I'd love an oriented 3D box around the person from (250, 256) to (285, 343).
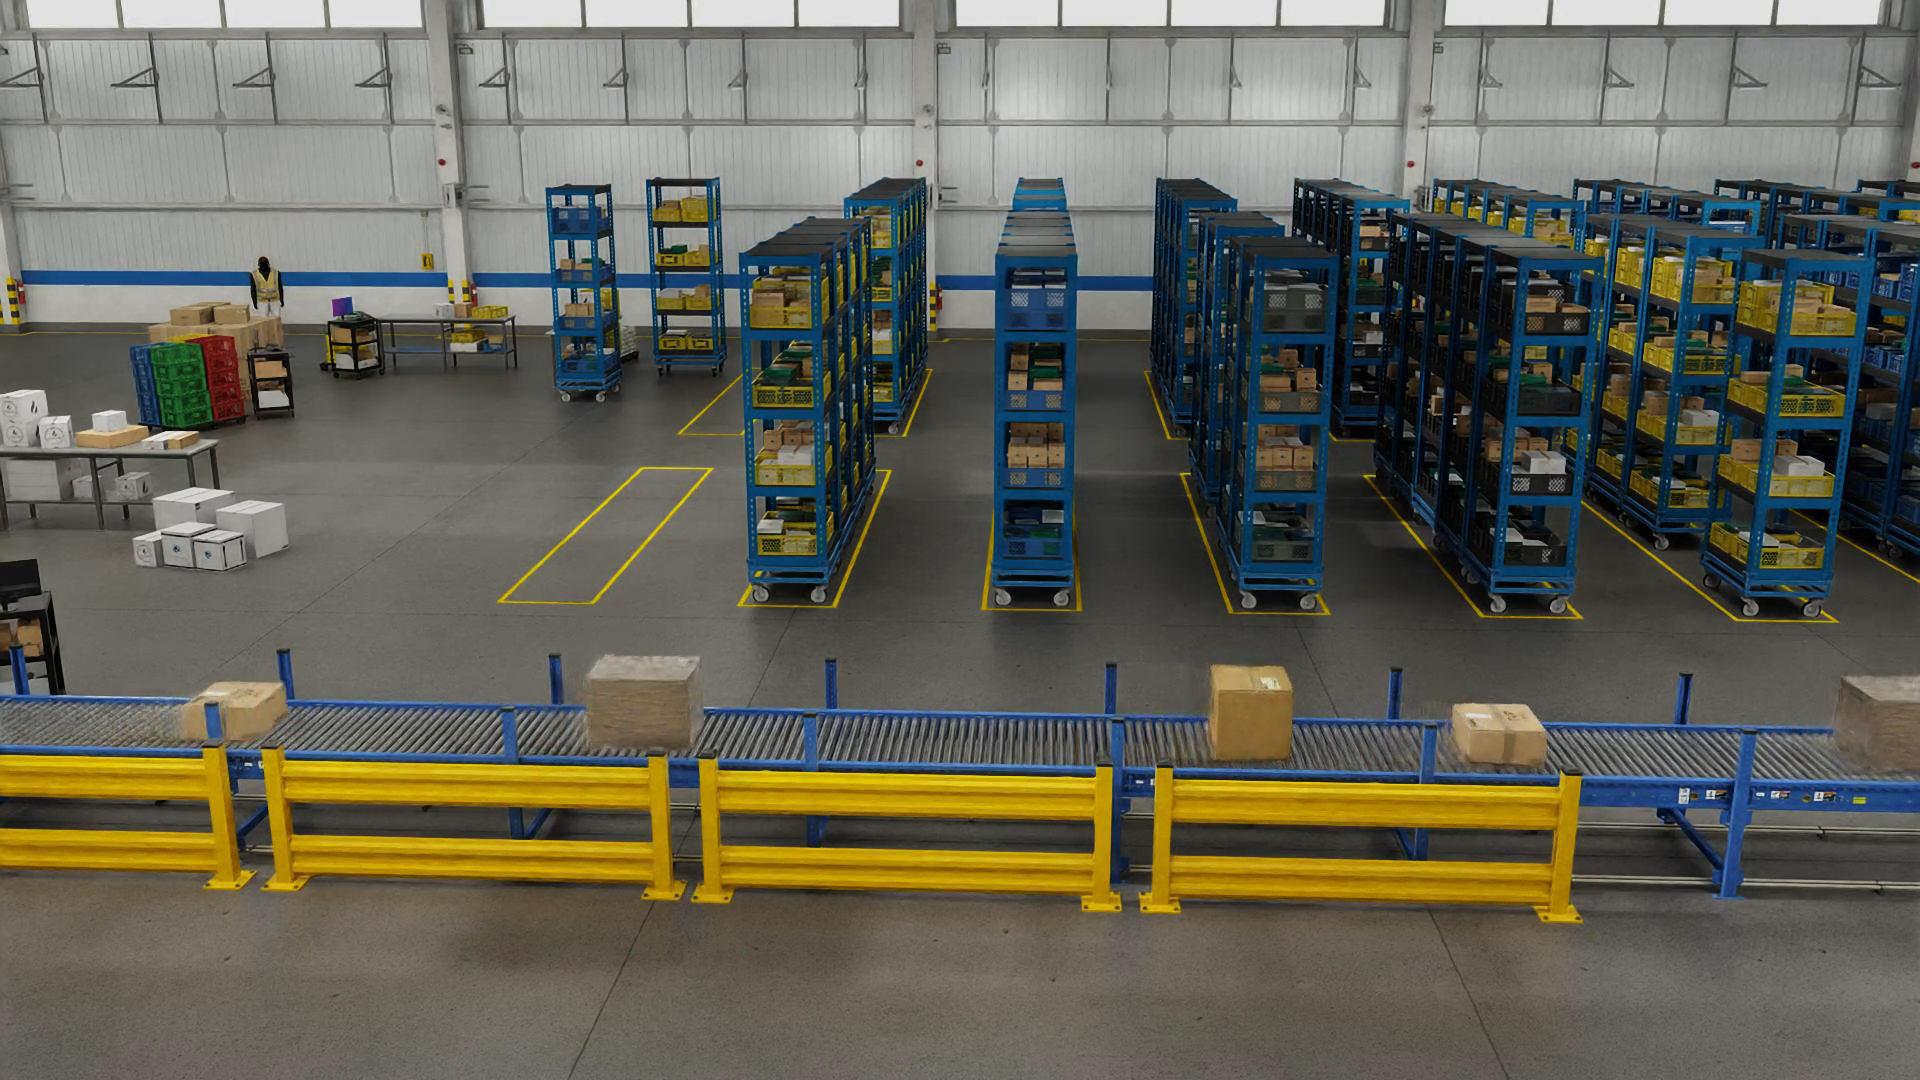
[{"bbox_3d":[-14.376,-4.977,34.556,0.633,1.834,0.430,-8,17,-26],"label":"person"}]
